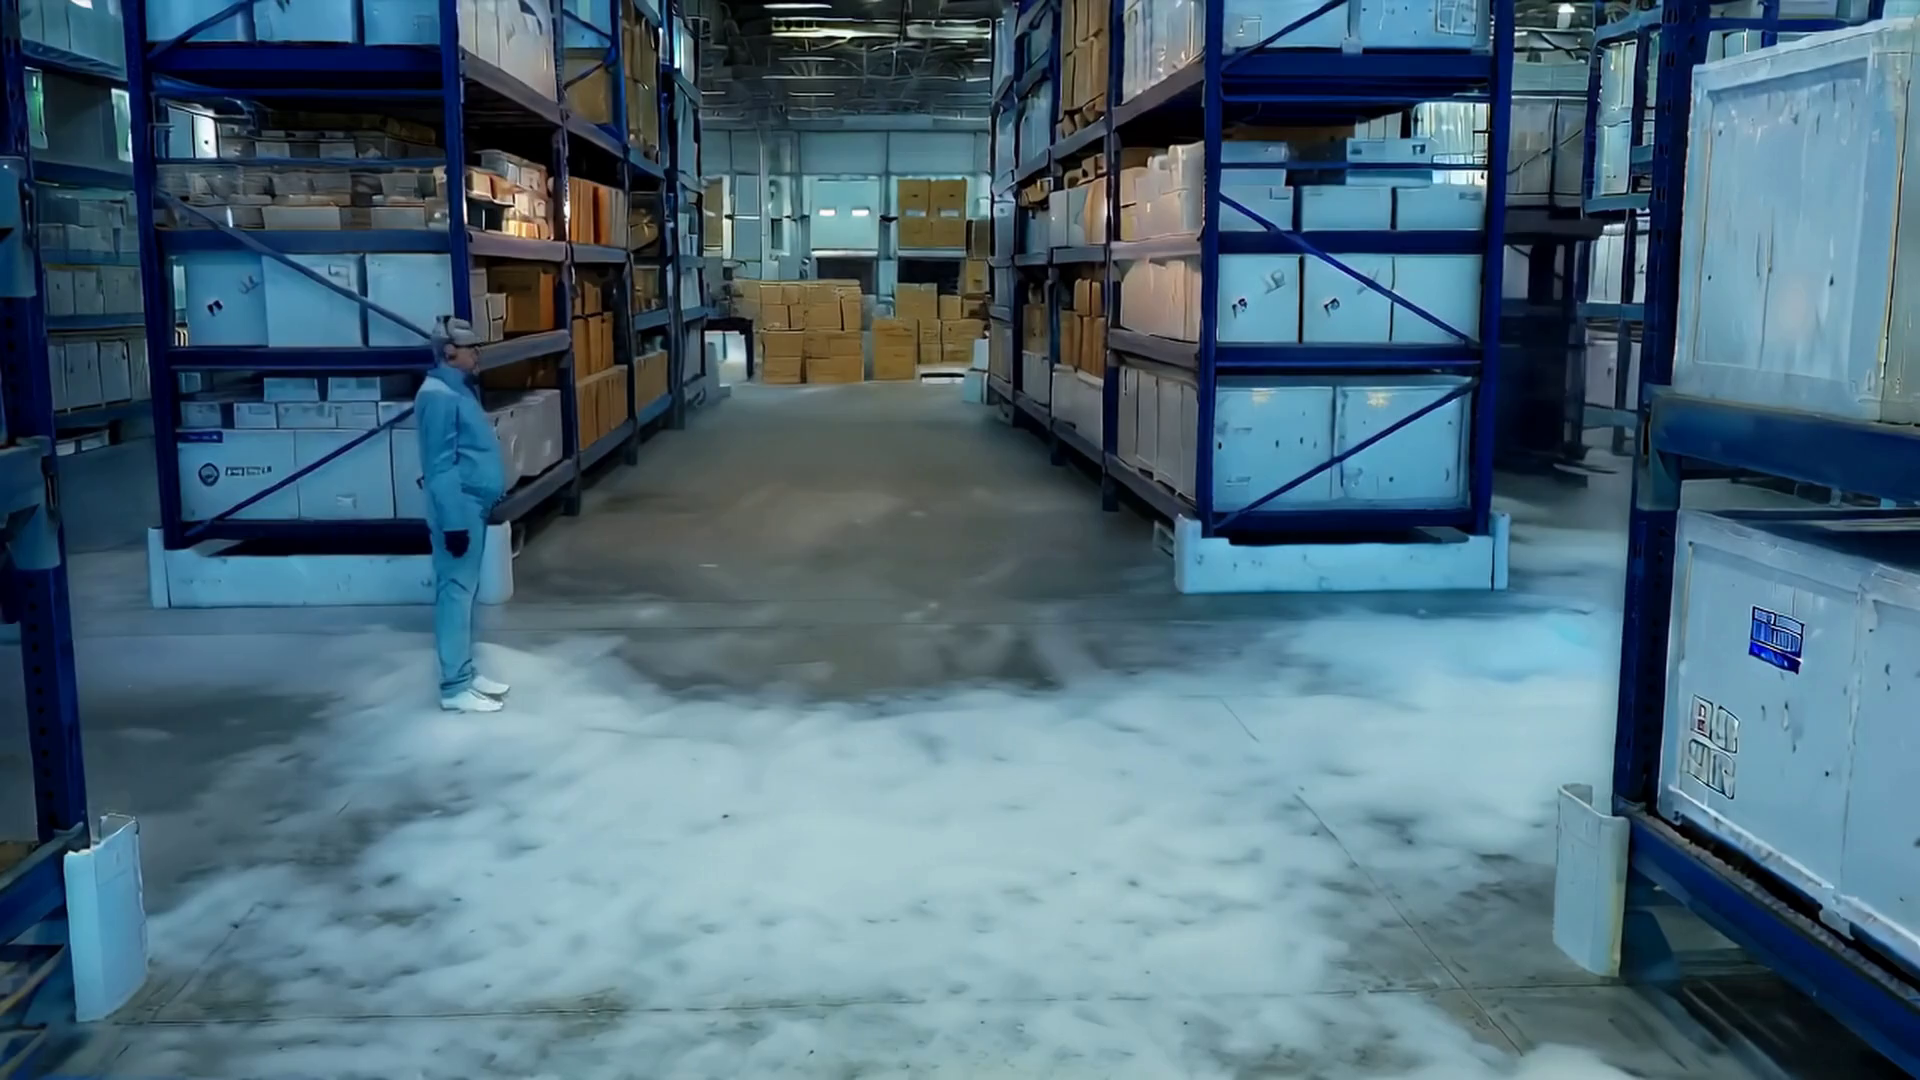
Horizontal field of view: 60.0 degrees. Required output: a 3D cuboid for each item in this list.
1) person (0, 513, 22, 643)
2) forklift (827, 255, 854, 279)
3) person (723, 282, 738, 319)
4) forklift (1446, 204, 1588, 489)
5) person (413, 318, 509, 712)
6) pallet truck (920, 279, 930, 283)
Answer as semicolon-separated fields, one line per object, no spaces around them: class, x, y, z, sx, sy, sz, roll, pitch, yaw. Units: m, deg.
person;-5.503;-0.222;9.436;0.448;1.686;0.548;-2;9;-11
forklift;-4.171;-8.608;58.381;1.129;2.768;1.873;-5;10;-30
person;-6.914;-6.871;50.571;0.931;1.890;0.548;-1;9;-8
forklift;5.492;-1.995;16.857;1.129;2.768;1.873;-1;9;-4
person;-2.427;-0.124;8.145;0.408;1.913;0.641;-2;9;-10
pallet truck;-0.932;-8.922;63.114;1.885;1.965;0.823;2;9;13
